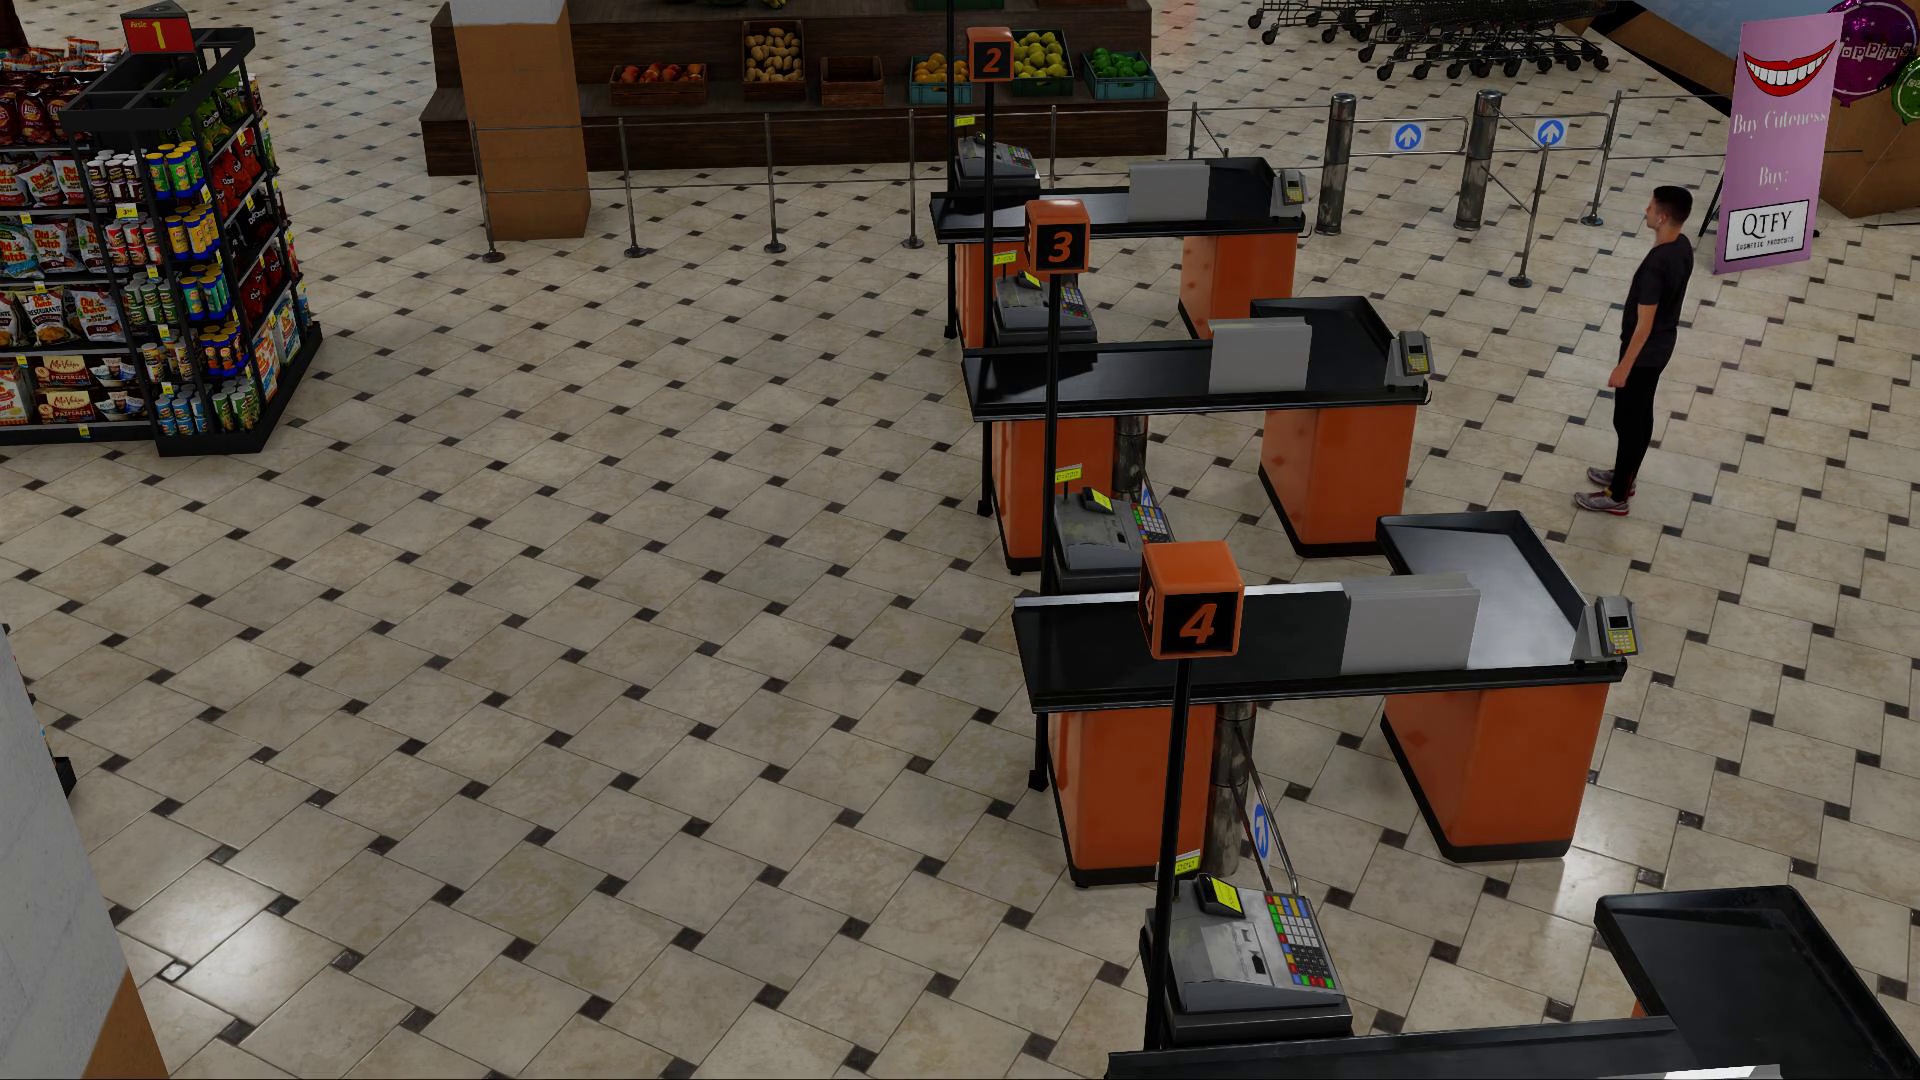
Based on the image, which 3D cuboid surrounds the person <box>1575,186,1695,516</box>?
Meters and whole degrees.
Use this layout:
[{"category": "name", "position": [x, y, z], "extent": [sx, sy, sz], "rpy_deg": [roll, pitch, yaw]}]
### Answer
[{"category": "person", "position": [3.509, -0.965, 8.543], "extent": [0.738, 1.762, 0.716], "rpy_deg": [18, 36, 26]}]
